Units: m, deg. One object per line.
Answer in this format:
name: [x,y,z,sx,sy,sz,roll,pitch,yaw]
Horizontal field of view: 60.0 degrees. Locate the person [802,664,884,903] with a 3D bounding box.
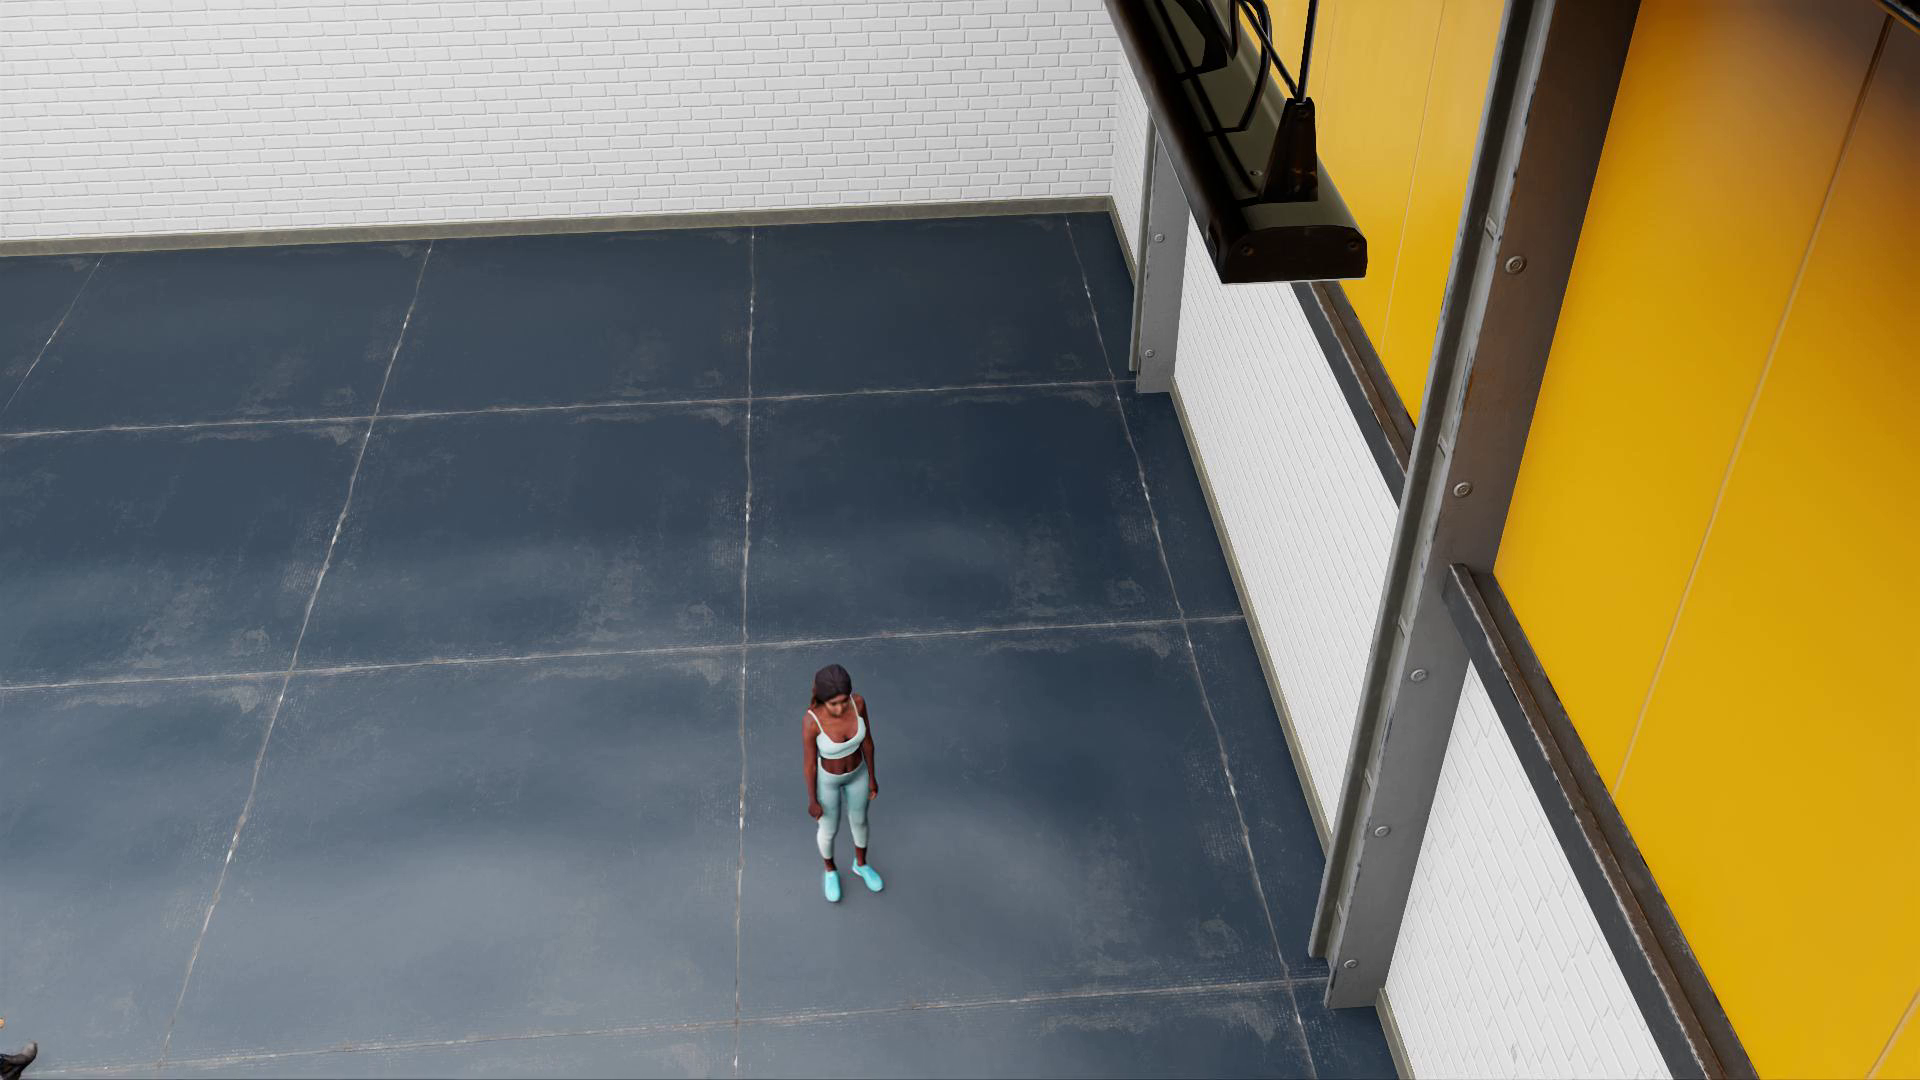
person: [-0.657,1.309,9.095,0.644,1.723,0.655,-19,42,-22]
